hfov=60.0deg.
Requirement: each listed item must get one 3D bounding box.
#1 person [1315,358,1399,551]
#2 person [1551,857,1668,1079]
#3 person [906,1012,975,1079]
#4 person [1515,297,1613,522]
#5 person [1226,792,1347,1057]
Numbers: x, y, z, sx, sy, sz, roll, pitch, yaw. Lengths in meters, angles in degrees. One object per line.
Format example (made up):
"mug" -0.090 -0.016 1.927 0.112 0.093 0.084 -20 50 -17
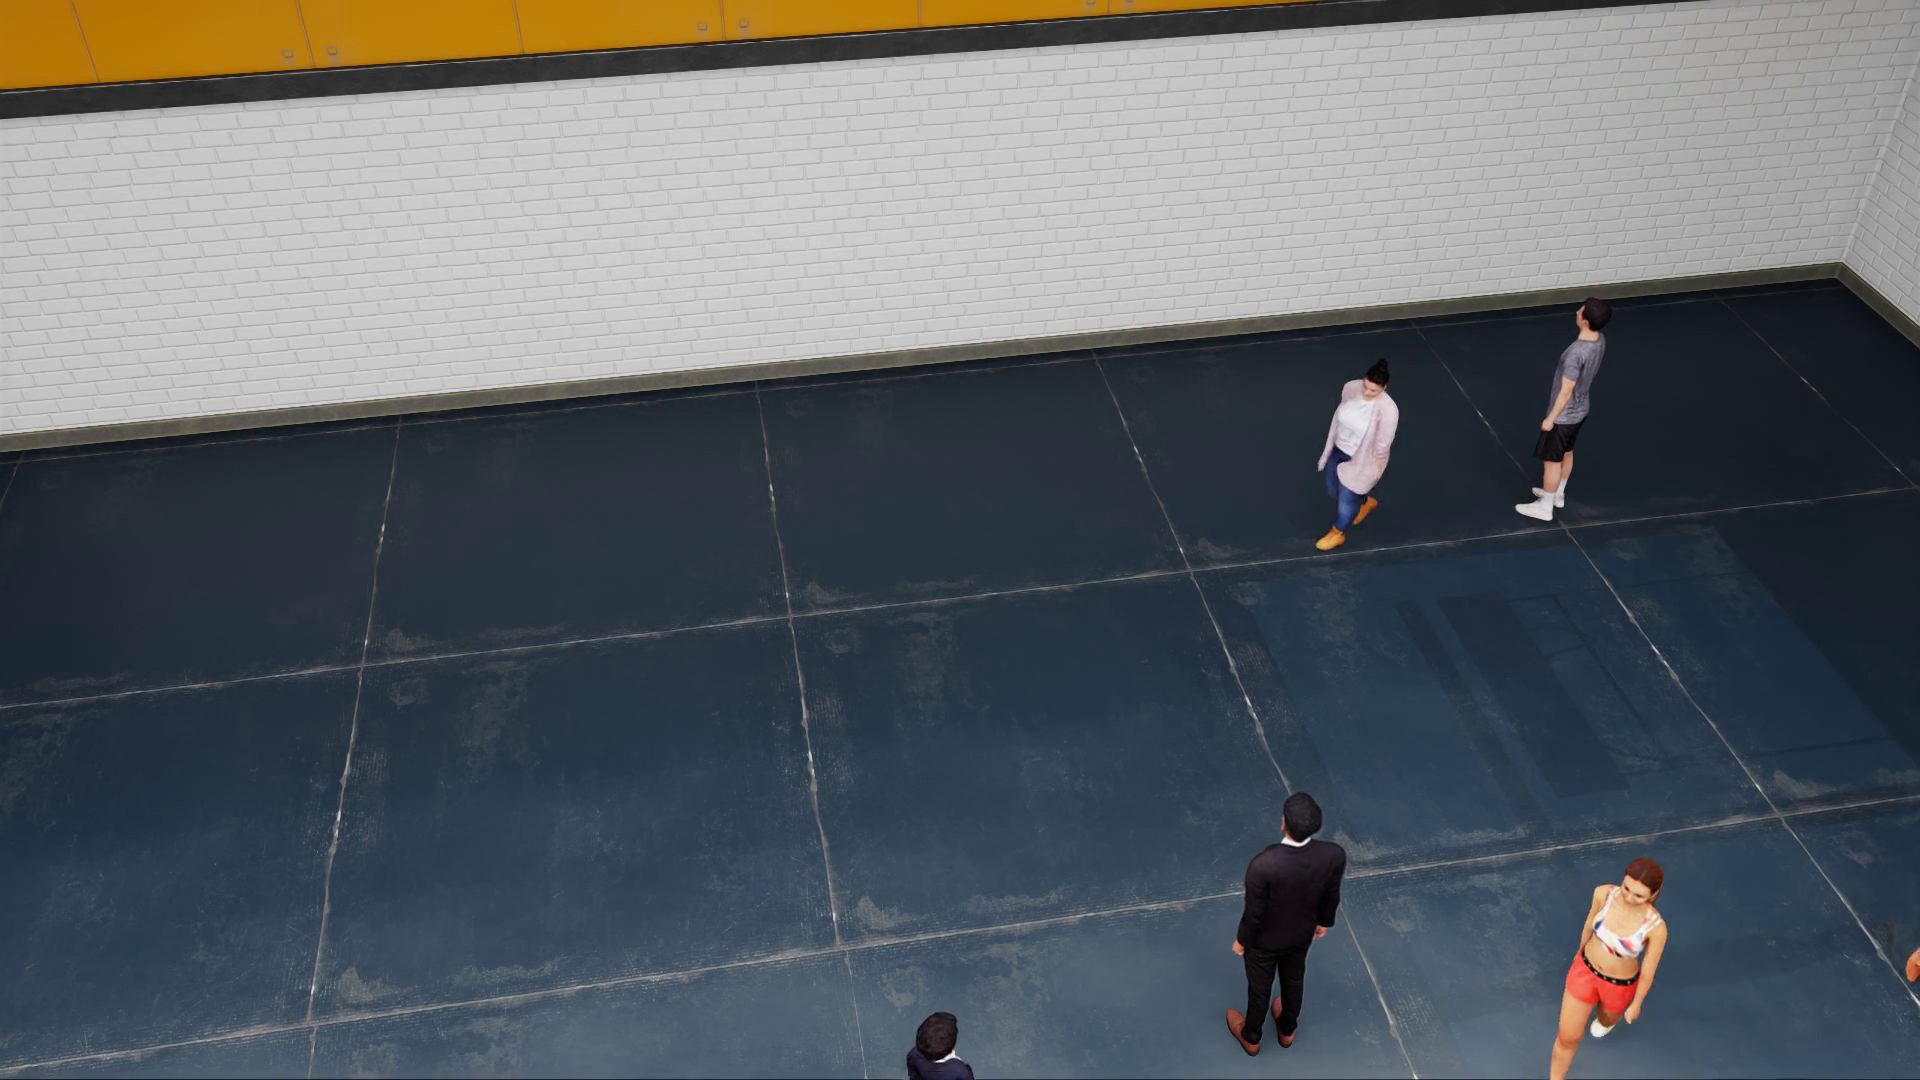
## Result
"person" 2.979 -0.647 12.172 0.911 1.716 0.877 -16 41 -19
"person" 3.371 2.213 8.562 1.135 1.752 1.065 32 48 33
"person" -0.112 2.805 8.246 0.583 1.221 0.612 14 41 17
"person" 4.563 -0.973 12.455 0.755 1.871 0.730 30 47 32
"person" 1.681 2.023 8.695 0.721 1.882 0.570 -10 40 -12
